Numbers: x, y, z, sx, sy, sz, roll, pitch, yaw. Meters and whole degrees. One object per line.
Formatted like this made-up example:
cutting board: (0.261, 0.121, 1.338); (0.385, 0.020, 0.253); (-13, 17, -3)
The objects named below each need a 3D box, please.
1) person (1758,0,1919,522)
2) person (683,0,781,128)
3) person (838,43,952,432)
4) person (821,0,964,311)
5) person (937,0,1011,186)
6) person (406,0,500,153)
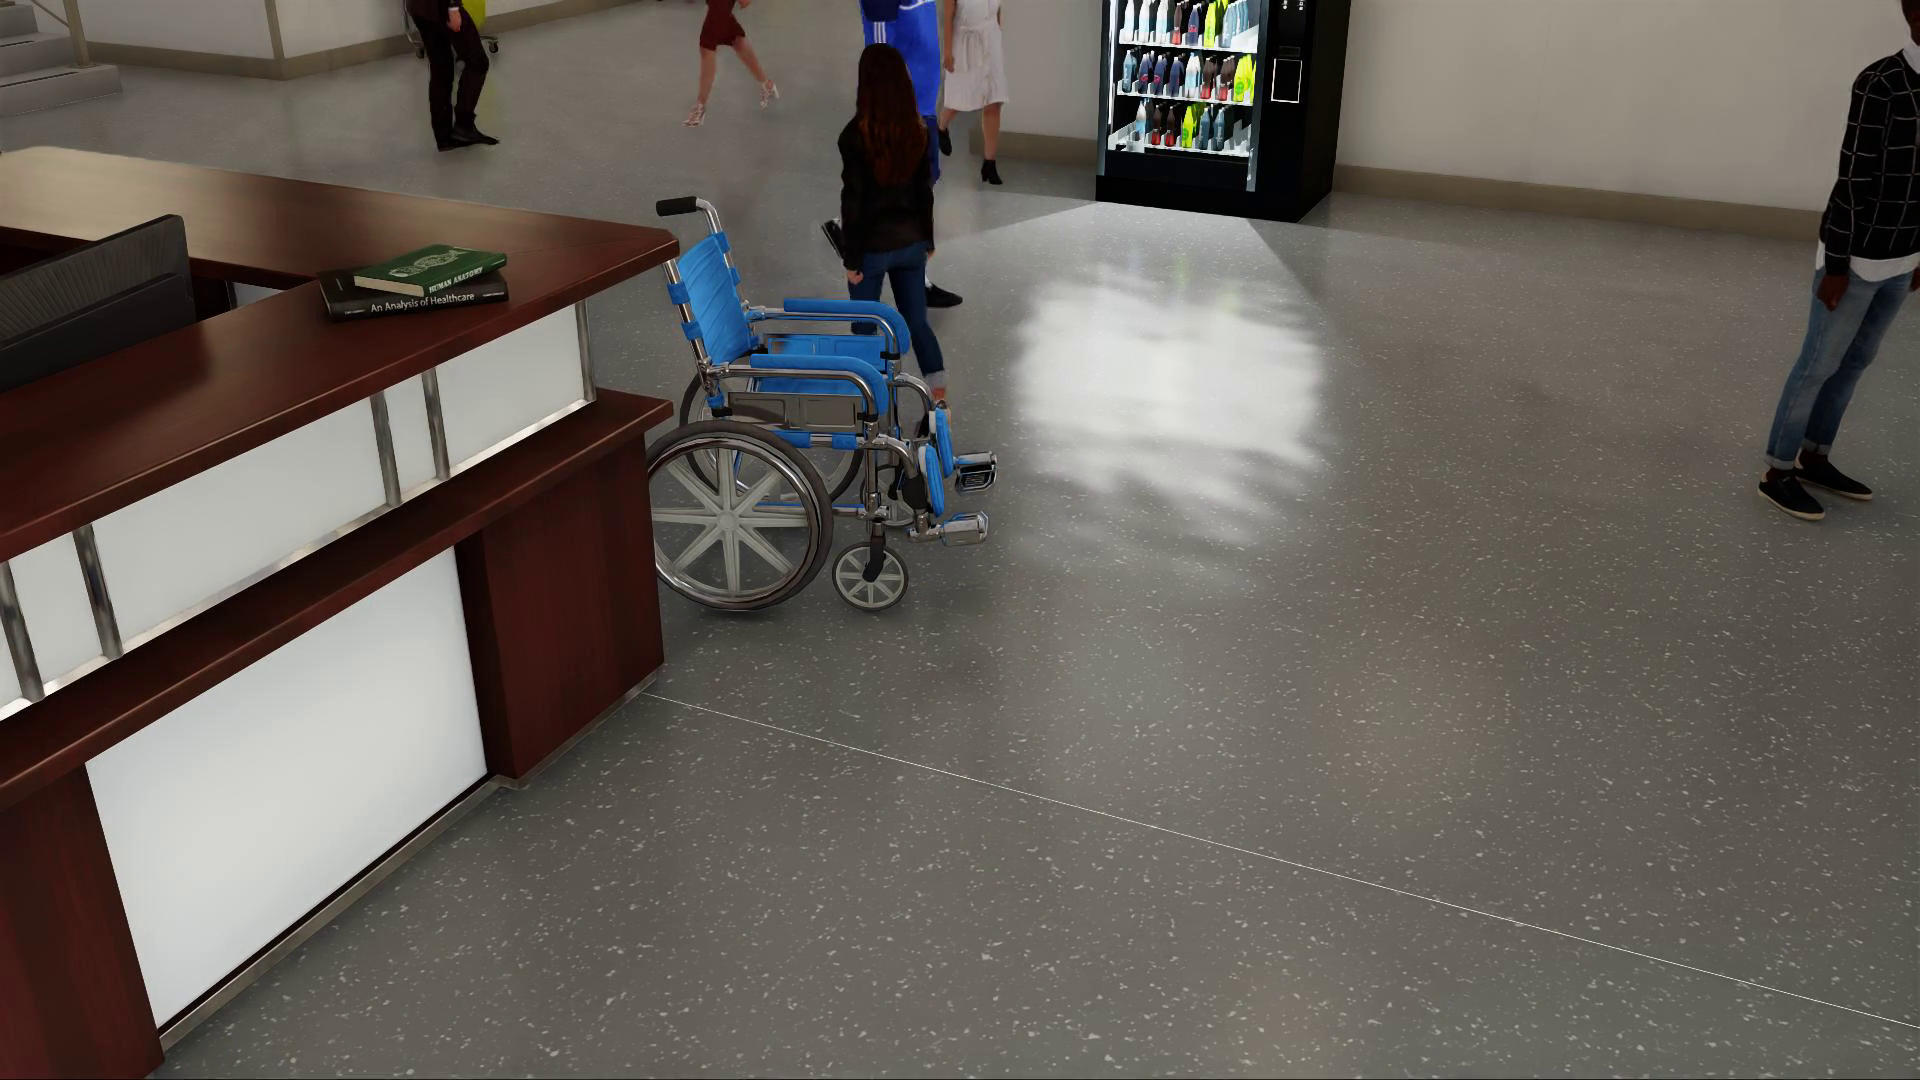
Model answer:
person: (3.073, -0.990, 5.640); (0.743, 1.820, 0.755); (-15, 29, -28)
person: (-1.585, -3.731, 11.457); (1.138, 1.703, 0.912); (23, 34, 39)
person: (-0.233, -1.092, 6.269); (0.908, 1.456, 1.061); (-14, 29, -27)
person: (-0.332, -1.969, 7.666); (1.019, 1.823, 0.722); (9, 27, 18)
person: (0.054, -2.943, 10.023); (0.927, 1.531, 1.037); (-12, 28, -23)
person: (-3.404, -3.404, 10.617); (0.651, 1.845, 0.826); (21, 33, 37)
